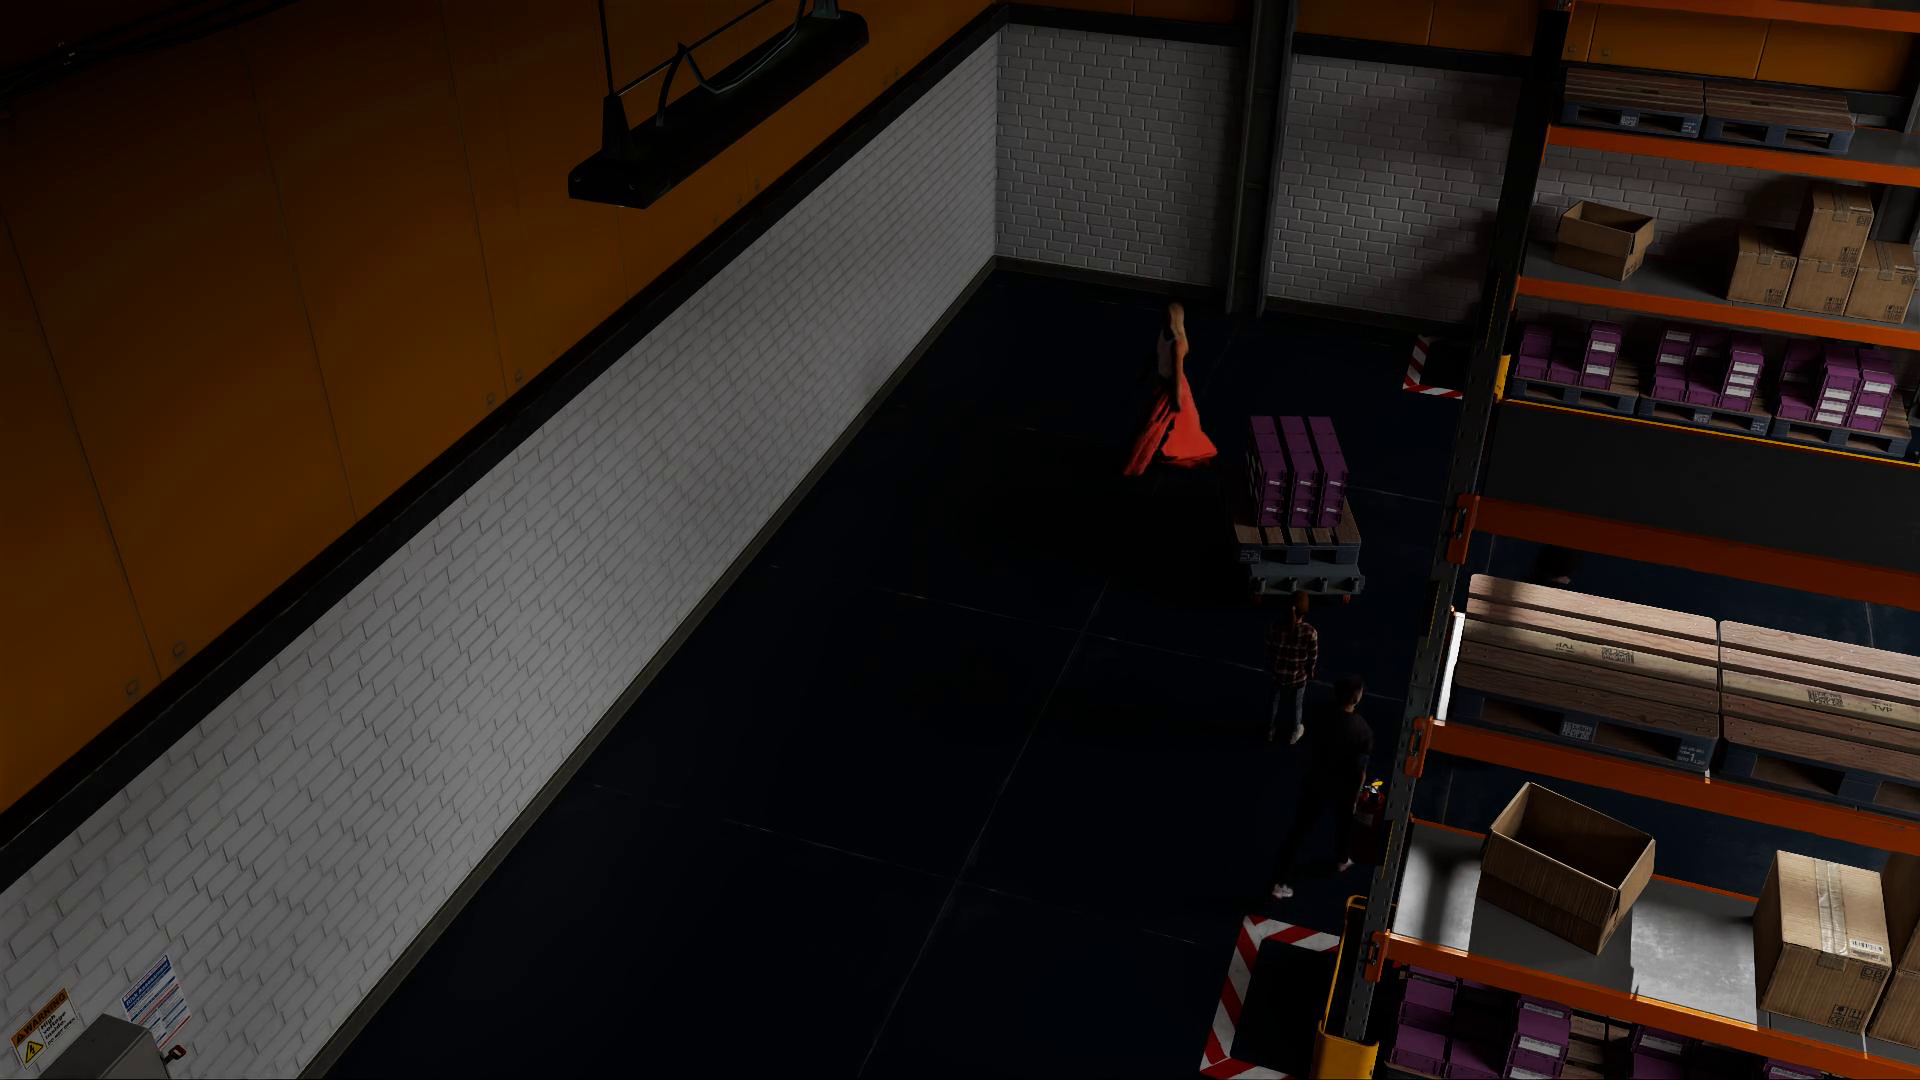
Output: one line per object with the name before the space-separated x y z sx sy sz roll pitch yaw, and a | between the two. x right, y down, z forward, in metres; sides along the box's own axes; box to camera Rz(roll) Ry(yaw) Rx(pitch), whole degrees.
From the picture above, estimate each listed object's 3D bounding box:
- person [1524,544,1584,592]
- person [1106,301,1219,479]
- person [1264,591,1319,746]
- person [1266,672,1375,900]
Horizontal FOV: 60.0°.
person | 4.062 0.816 11.776 1.078 1.745 1.103 -20 38 -27
person | 1.986 -1.328 15.004 1.368 1.742 1.030 -3 34 -5
person | 2.380 0.922 12.012 0.458 1.307 0.582 10 35 15
person | 2.295 1.604 10.603 1.036 1.730 1.165 -29 43 -36
